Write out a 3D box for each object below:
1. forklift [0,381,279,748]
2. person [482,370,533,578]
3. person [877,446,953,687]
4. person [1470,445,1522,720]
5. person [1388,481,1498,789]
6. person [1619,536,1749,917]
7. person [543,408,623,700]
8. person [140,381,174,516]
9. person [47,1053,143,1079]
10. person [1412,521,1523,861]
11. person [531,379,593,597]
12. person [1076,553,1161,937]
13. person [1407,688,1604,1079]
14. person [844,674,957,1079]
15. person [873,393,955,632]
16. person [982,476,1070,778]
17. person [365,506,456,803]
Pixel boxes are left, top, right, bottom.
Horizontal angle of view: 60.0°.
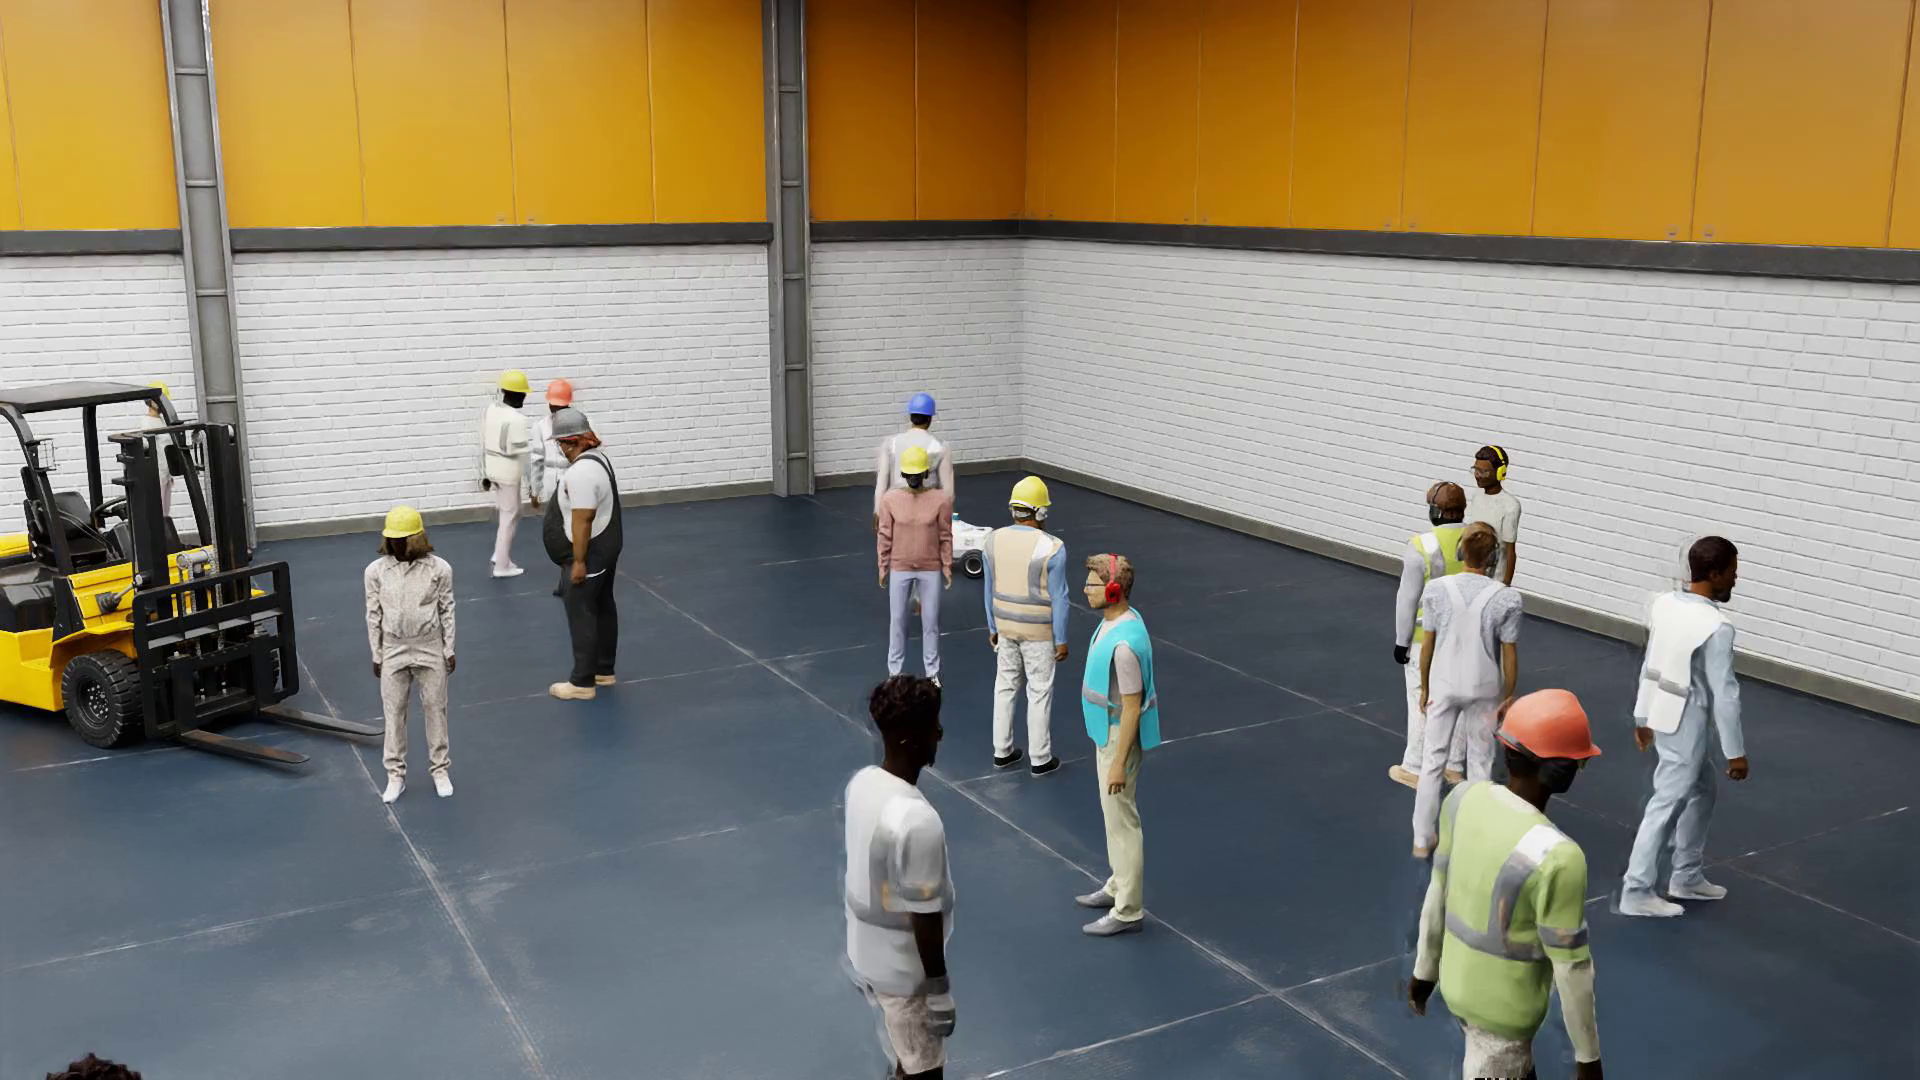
[{"bbox_3d":[-5.853,0.085,11.199,2.313,2.155,1.214,7,14,28],"label":"forklift"},{"bbox_3d":[-4.075,-0.591,15.053,0.619,1.899,0.485,12,17,43],"label":"person"},{"bbox_3d":[-0.312,0.211,11.627,0.533,1.765,0.329,0,12,0],"label":"person"},{"bbox_3d":[3.487,0.290,11.040,0.334,1.860,0.509,-3,12,-15],"label":"person"},{"bbox_3d":[2.838,0.564,9.820,0.634,1.833,0.429,-4,13,-20],"label":"person"},{"bbox_3d":[3.582,0.916,8.013,0.749,1.892,0.588,0,12,2],"label":"person"},{"bbox_3d":[-2.632,0.071,11.627,0.535,2.000,0.717,0,12,-1],"label":"person"},{"bbox_3d":[-7.378,-0.587,15.372,0.329,1.765,0.525,-2,12,-10],"label":"person"},{"bbox_3d":[-1.602,1.902,3.223,0.614,1.962,0.366,-9,15,-36],"label":"person"},{"bbox_3d":[2.638,0.809,8.671,0.501,1.835,0.343,5,13,24],"label":"person"},{"bbox_3d":[-3.427,-0.443,14.349,0.599,1.909,0.414,3,12,15],"label":"person"},{"bbox_3d":[0.759,0.965,7.898,0.373,1.843,0.571,0,12,0],"label":"person"},{"bbox_3d":[1.827,1.437,5.282,0.933,2.006,0.651,-3,12,-13],"label":"person"},{"bbox_3d":[-0.264,1.402,5.619,0.711,1.943,0.622,-4,13,-20],"label":"person"},{"bbox_3d":[-0.392,-0.221,13.380,0.651,1.891,1.027,5,13,23],"label":"person"},{"bbox_3d":[0.410,0.524,10.034,0.585,1.824,0.404,10,15,38],"label":"person"},{"bbox_3d":[-3.156,0.653,9.608,0.487,1.741,0.314,-3,12,-15],"label":"person"}]
